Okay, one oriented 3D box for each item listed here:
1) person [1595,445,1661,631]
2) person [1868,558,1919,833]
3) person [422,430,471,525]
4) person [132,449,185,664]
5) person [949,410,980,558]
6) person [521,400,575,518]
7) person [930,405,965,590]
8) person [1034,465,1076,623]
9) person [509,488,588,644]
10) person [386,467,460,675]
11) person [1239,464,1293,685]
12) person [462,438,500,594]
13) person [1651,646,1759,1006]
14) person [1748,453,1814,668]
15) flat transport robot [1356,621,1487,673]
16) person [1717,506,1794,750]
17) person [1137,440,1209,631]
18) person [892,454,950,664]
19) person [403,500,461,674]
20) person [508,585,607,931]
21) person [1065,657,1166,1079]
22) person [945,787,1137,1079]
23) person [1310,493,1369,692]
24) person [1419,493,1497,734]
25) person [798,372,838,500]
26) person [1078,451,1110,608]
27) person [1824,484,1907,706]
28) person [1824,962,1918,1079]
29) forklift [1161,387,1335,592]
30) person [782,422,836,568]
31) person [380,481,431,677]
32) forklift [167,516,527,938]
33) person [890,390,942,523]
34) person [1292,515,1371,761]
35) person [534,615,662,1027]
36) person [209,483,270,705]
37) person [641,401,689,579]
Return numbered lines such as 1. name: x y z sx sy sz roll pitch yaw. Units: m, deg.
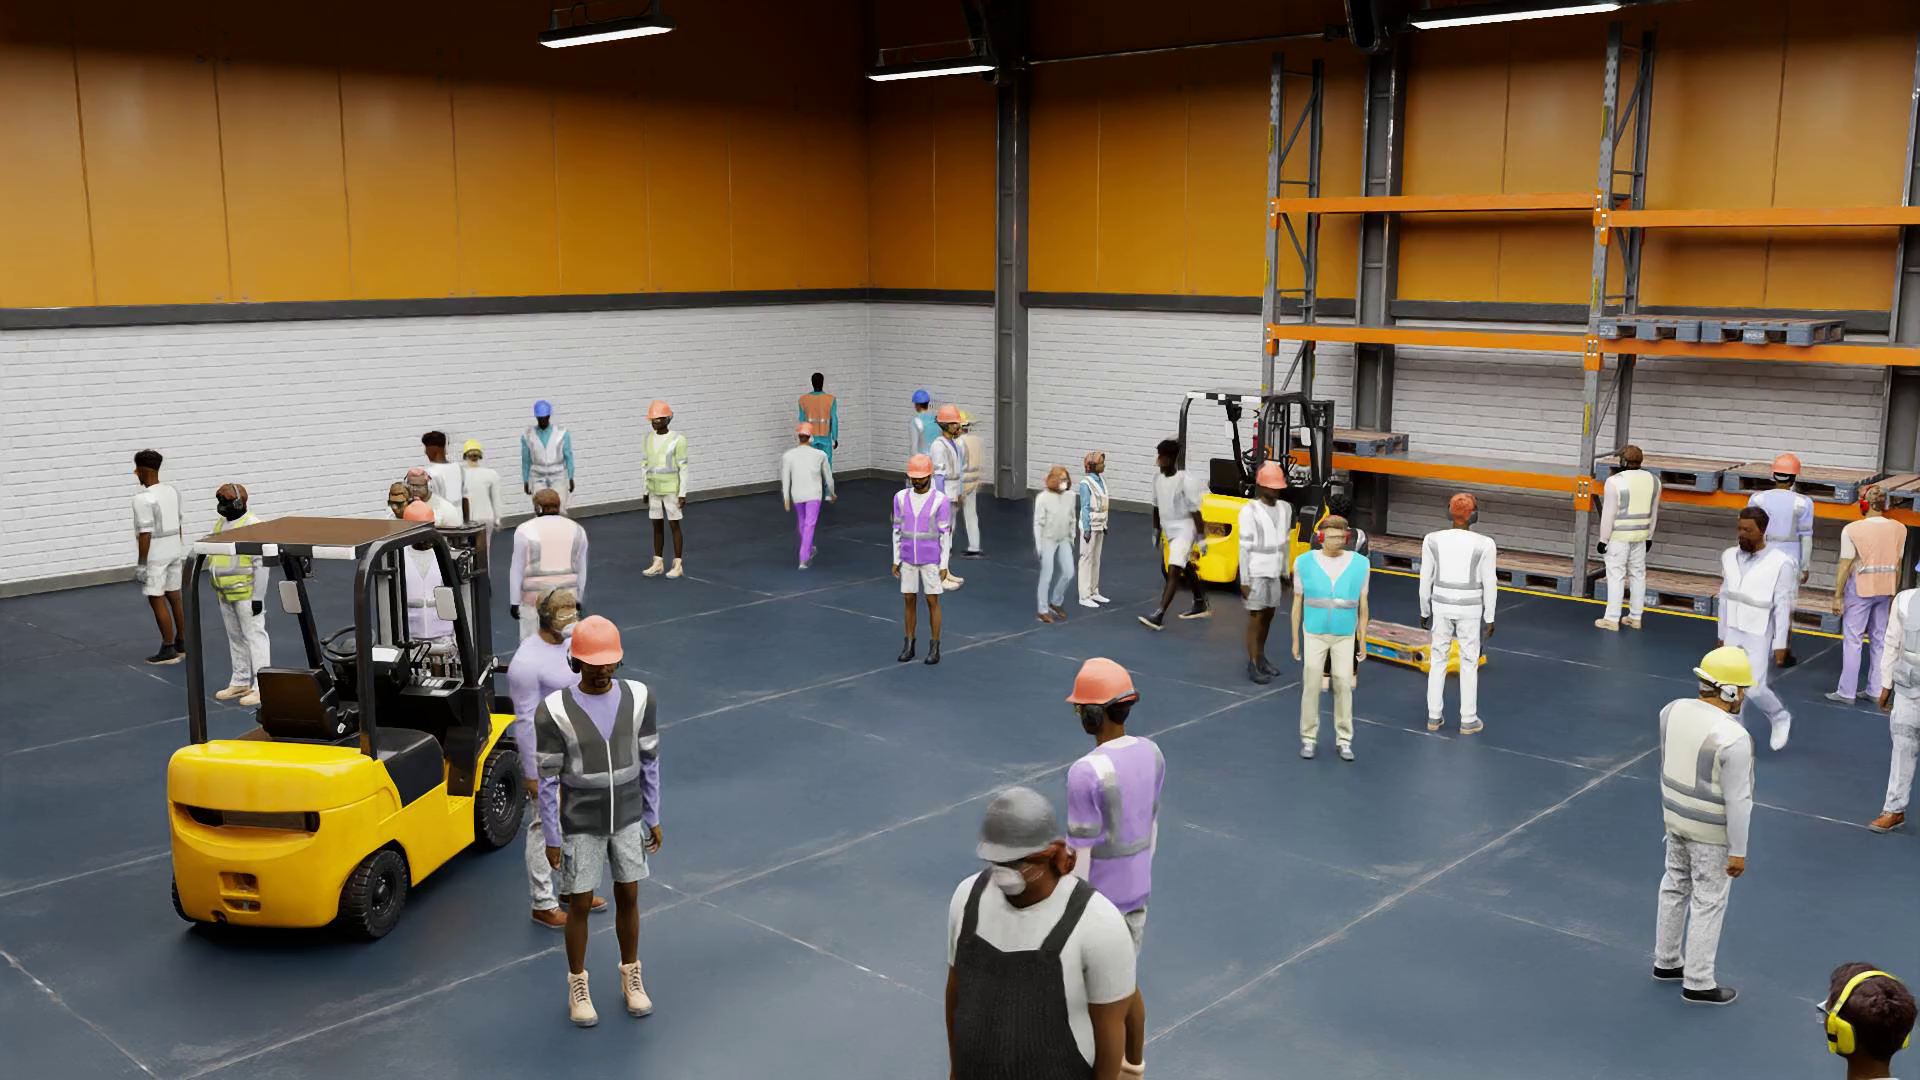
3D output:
1. person: 6.578 -0.025 16.453 0.637 1.842 0.429 -3 10 -17
2. person: 6.140 0.962 10.530 0.406 1.945 0.613 -7 12 -36
3. person: -5.396 -0.174 17.120 1.020 1.900 0.611 4 11 20
4. person: -7.290 0.147 15.132 0.366 1.963 0.613 1 10 8
5. person: -0.063 -0.677 20.256 0.721 1.808 0.600 6 12 31
6. person: -5.045 -0.760 20.360 0.647 1.938 0.547 -2 10 -10
7. person: -0.131 -0.480 18.465 0.383 2.045 0.605 2 10 12
8. person: 0.952 0.041 16.730 0.539 1.609 0.397 -6 12 -32
9. person: -3.347 0.491 13.609 0.668 1.816 0.525 -7 12 -34
10. person: -4.663 0.302 14.473 0.661 1.895 0.405 1 10 7
11. person: 2.672 0.291 14.488 0.554 1.918 0.580 -7 12 -34
12. person: -5.165 -0.215 17.829 0.533 1.739 0.654 -6 12 -32
13. person: 3.727 1.419 8.304 0.403 1.819 0.601 -2 10 -14
14. person: 7.375 0.181 15.006 0.553 1.935 0.362 7 12 34
15. flat transport robot: 4.053 0.959 15.320 0.652 0.197 1.431 -7 12 -35
16. person: 5.849 0.685 12.233 0.597 1.904 0.616 -4 11 -24
17. person: 2.132 -0.067 16.563 1.072 1.887 0.698 -6 11 -29
18. person: -0.358 0.170 15.102 0.546 1.929 0.390 3 11 18
19. person: -3.931 0.665 12.250 0.548 1.937 0.358 -3 10 -18
20. person: -2.245 1.197 9.254 0.379 1.931 0.635 3 11 19
21. person: 0.619 1.510 7.187 0.409 2.029 0.617 8 13 38
22. person: 0.219 1.787 5.567 0.687 2.000 0.537 7 12 33
23. person: 3.213 0.447 14.176 0.539 1.695 0.319 -2 10 -10
24. person: 3.872 0.570 12.944 0.584 1.882 0.345 6 11 29
25. person: -2.113 -1.545 24.880 0.589 1.922 0.393 1 10 7
26. person: 1.408 -0.119 17.553 0.309 1.645 0.515 5 11 26
27. person: 7.484 0.463 13.693 0.562 1.838 0.387 -2 10 -9
28. person: 2.416 2.060 4.539 0.511 1.862 0.324 -2 10 -10
29. forklift: 3.298 -0.608 18.767 1.214 2.155 2.313 9 13 42
30. person: -1.793 -0.550 19.827 0.573 1.702 0.874 3 10 17
31. person: -4.643 0.416 13.946 0.504 1.842 0.345 2 10 9
32. forklift: -3.583 0.976 9.748 1.214 2.155 2.313 2 10 11
33. person: -0.503 -1.058 22.188 0.612 1.893 1.008 -8 13 -39
34. person: 2.730 0.712 12.285 0.561 1.836 0.399 1 10 5
35. person: -1.731 1.356 8.066 0.601 2.035 0.408 -6 12 -31
36. person: -5.980 0.441 13.799 0.631 1.843 0.429 7 12 35
37. person: -3.388 -0.573 18.998 0.609 2.044 0.394 5 11 27
